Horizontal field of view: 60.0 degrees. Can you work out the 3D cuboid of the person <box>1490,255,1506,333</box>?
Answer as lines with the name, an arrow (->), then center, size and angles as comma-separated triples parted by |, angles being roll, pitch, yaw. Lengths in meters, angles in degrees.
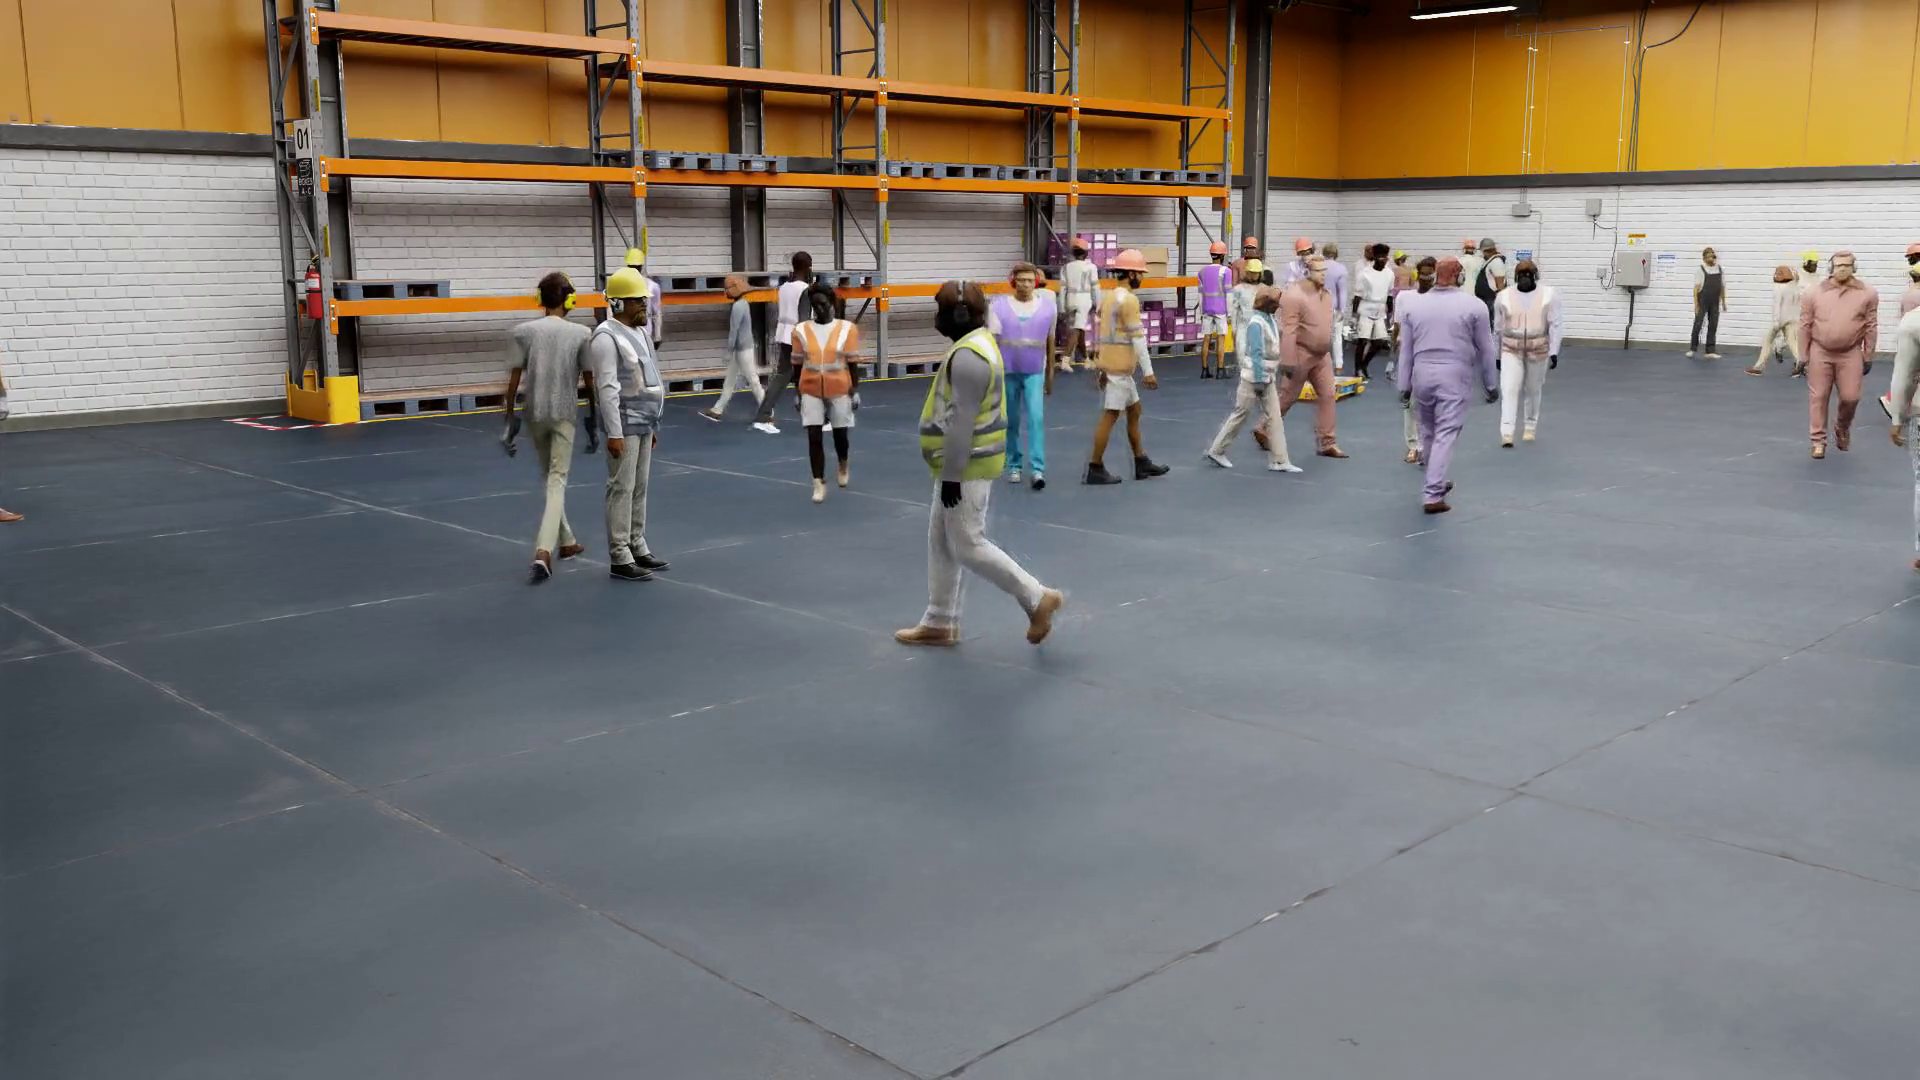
person -> 9.550, -4.261, 29.795 | 0.362, 1.675, 0.618 | -1, 10, -6

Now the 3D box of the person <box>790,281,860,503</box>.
person -> -1.027, -1.140, 12.739 | 0.540, 1.676, 0.570 | 1, 10, 3

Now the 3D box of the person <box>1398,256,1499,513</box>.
person -> 3.648, -1.157, 12.354 | 0.667, 1.864, 0.958 | 9, 14, 40

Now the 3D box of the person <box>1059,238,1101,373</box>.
person -> 1.747, -3.474, 24.674 | 0.604, 1.993, 1.080 | 9, 14, 40

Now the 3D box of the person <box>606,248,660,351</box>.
person -> -3.709, -2.393, 19.051 | 0.591, 1.888, 0.957 | 1, 10, 4

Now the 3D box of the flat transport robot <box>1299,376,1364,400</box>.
flat transport robot -> 4.558, -1.916, 20.819 | 0.652, 0.197, 1.431 | 5, 12, 28

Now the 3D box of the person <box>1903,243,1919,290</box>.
person -> 14.115, -3.420, 24.555 | 0.576, 1.904, 0.519 | -7, 13, -35

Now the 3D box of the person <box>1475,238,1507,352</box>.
person -> 9.327, -4.298, 28.983 | 0.896, 2.000, 0.694 | 2, 11, 9

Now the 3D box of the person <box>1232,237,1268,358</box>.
person -> 4.766, -3.983, 27.435 | 0.637, 1.988, 0.486 | 1, 10, 8

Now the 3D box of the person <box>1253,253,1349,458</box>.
person -> 3.149, -1.704, 15.338 | 0.644, 1.870, 0.948 | -8, 13, -36

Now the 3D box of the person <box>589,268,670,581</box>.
person -> -1.943, -0.684, 9.844 | 0.404, 1.833, 0.592 | 2, 11, 10

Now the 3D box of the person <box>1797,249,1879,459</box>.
person -> 7.976, -1.689, 15.158 | 0.644, 1.897, 0.487 | 5, 11, 24

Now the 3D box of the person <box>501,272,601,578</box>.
person -> -2.479, -0.701, 10.028 | 0.557, 1.814, 1.015 | 1, 10, 5

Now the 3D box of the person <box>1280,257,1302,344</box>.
person -> 6.406, -4.556, 30.791 | 0.779, 1.900, 0.711 | -6, 12, -28

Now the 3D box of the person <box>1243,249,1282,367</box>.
person -> 4.425, -3.362, 24.502 | 0.563, 1.816, 0.664 | -4, 11, -22

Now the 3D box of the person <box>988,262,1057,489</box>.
person -> 0.499, -1.301, 13.312 | 0.572, 1.798, 0.932 | 0, 10, 0

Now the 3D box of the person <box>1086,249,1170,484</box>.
person -> 1.418, -1.396, 13.550 | 0.887, 1.901, 0.571 | -2, 11, -11

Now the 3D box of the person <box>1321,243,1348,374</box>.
person -> 5.325, -3.358, 24.212 | 0.640, 1.912, 0.677 | 6, 12, 31

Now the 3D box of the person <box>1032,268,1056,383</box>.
person -> 0.983, -2.654, 21.177 | 0.506, 1.614, 0.623 | -1, 10, -6

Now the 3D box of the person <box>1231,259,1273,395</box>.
person -> 3.623, -2.618, 20.649 | 0.510, 1.727, 0.374 | 1, 10, 4

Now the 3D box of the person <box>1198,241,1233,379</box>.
person -> 3.612, -3.229, 23.432 | 0.545, 1.938, 0.362 | 8, 13, 39

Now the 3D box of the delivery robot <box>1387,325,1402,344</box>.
delivery robot -> 7.792, -3.663, 29.318 | 0.707, 0.478, 0.477 | 0, 10, -2

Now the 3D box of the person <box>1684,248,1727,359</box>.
person -> 12.230, -3.862, 27.237 | 0.618, 1.817, 0.388 | -1, 10, -7

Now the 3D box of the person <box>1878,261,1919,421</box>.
person -> 10.319, -2.145, 18.011 | 0.585, 1.752, 0.569 | 1, 10, 5

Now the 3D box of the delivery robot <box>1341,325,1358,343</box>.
delivery robot -> 7.068, -3.681, 29.414 | 0.707, 0.478, 0.477 | 1, 10, 2

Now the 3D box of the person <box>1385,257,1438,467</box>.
person -> 4.010, -1.545, 14.553 | 0.537, 1.823, 0.944 | 3, 11, 17

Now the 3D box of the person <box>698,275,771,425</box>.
person -> -2.418, -2.013, 17.732 | 0.845, 1.583, 0.519 | 0, 10, -1

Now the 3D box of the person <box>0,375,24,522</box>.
person -> -6.920, -1.036, 11.712 | 0.515, 1.859, 0.331 | 5, 11, 24

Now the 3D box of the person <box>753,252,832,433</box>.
person -> -1.697, -2.021, 17.084 | 1.018, 1.864, 0.597 | -7, 13, -35

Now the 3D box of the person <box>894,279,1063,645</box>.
person -> 0.086, -0.351, 8.078 | 0.760, 1.819, 0.631 | 0, 10, 1

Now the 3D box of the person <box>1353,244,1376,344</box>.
person -> 7.499, -4.539, 30.772 | 0.675, 1.872, 0.507 | -7, 13, -34

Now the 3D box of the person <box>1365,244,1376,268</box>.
person -> 7.556, -4.429, 30.227 | 0.548, 1.852, 0.585 | 9, 14, 42

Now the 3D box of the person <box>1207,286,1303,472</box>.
person -> 2.539, -1.385, 14.324 | 0.835, 1.606, 0.520 | 7, 12, 33

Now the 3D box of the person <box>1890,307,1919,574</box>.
person -> 5.814, -0.716, 9.758 | 0.651, 1.925, 0.504 | 3, 11, 16

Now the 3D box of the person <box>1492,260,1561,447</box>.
person -> 5.475, -1.806, 16.104 | 0.626, 1.797, 0.957 | 4, 11, 18

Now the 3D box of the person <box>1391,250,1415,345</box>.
person -> 8.167, -4.505, 30.935 | 0.530, 1.734, 0.623 | -4, 11, -19

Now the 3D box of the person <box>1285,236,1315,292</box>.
person -> 5.041, -3.409, 24.240 | 0.618, 1.997, 0.796 | 1, 10, 5

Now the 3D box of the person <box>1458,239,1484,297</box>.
person -> 8.894, -4.325, 29.364 | 0.669, 1.960, 0.755 | 5, 11, 23

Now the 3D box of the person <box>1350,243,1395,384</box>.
person -> 5.608, -3.087, 22.729 | 0.661, 1.921, 0.657 | -4, 11, -21

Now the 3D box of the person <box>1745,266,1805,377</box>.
person -> 11.791, -3.133, 23.864 | 0.513, 1.585, 0.881 | -6, 12, -31

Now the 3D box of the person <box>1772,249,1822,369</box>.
person -> 12.759, -3.507, 25.271 | 0.627, 1.815, 0.560 | -4, 11, -21
